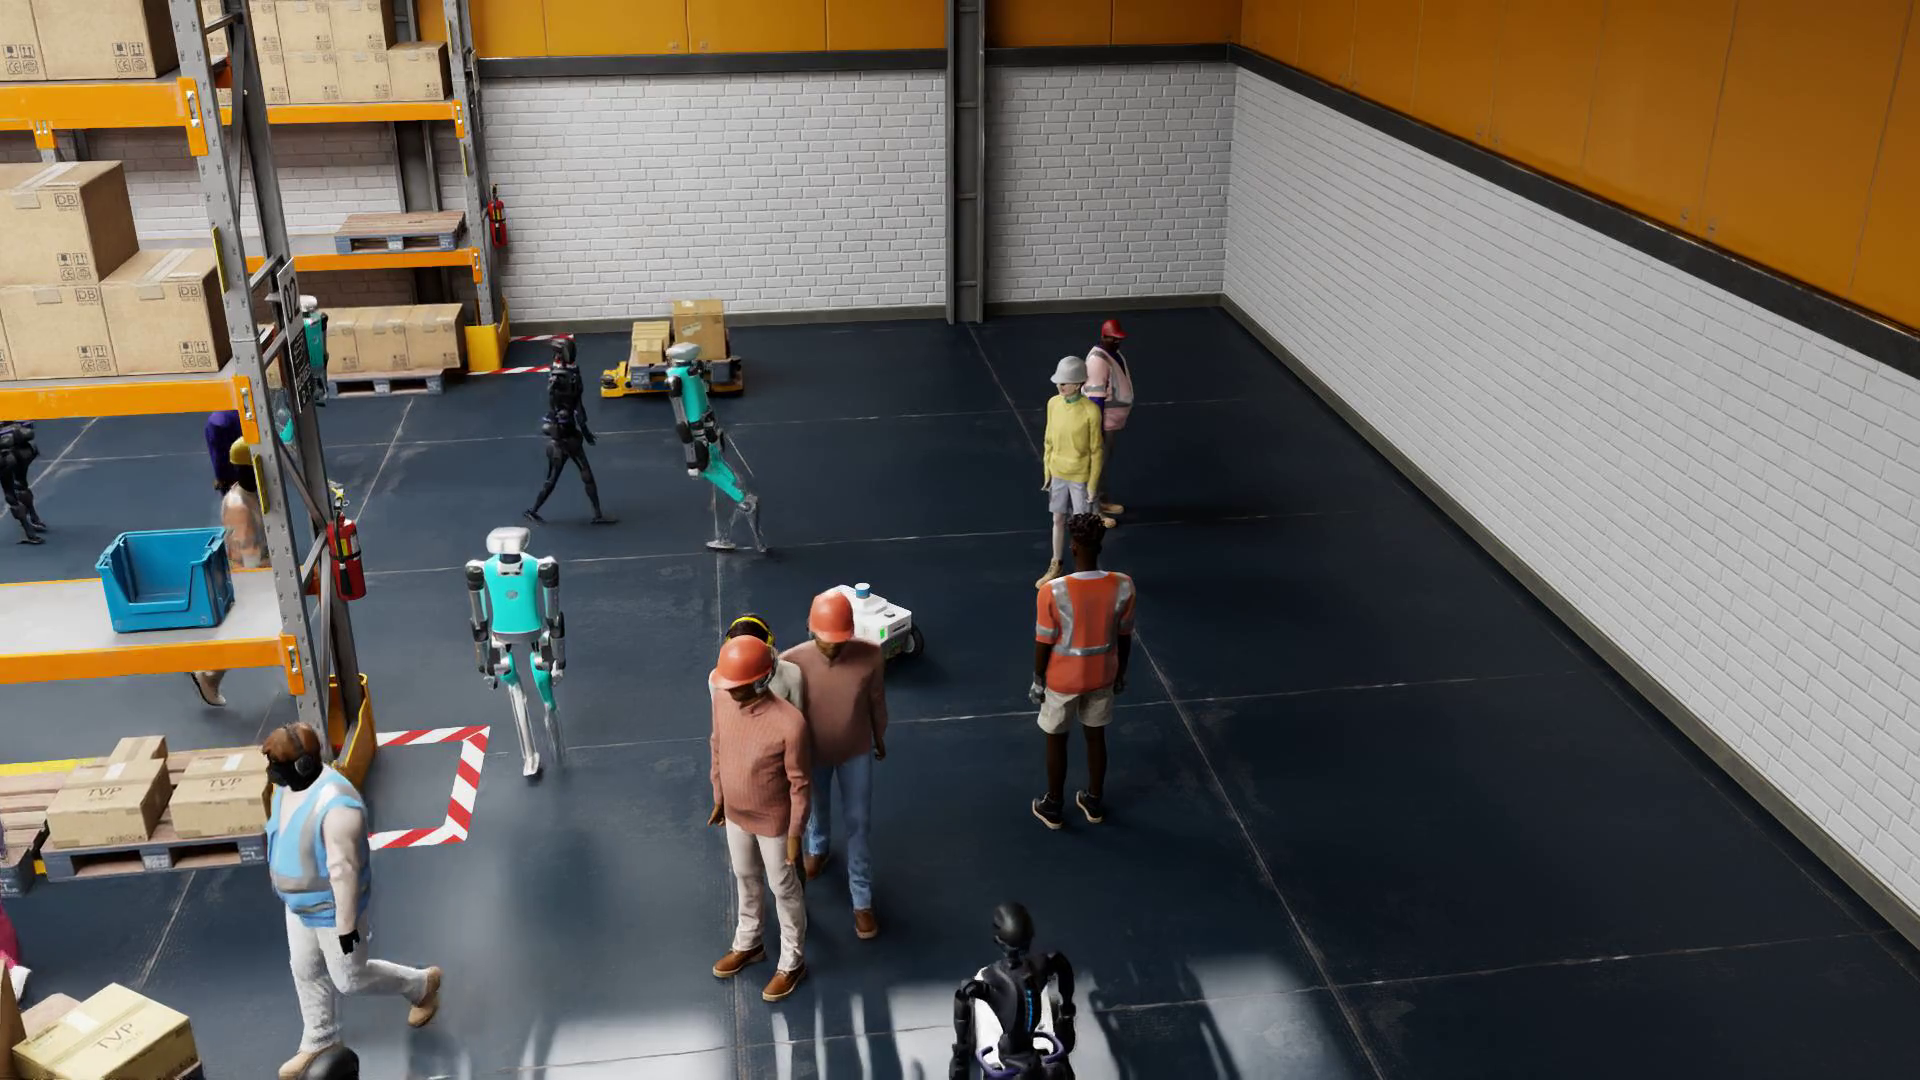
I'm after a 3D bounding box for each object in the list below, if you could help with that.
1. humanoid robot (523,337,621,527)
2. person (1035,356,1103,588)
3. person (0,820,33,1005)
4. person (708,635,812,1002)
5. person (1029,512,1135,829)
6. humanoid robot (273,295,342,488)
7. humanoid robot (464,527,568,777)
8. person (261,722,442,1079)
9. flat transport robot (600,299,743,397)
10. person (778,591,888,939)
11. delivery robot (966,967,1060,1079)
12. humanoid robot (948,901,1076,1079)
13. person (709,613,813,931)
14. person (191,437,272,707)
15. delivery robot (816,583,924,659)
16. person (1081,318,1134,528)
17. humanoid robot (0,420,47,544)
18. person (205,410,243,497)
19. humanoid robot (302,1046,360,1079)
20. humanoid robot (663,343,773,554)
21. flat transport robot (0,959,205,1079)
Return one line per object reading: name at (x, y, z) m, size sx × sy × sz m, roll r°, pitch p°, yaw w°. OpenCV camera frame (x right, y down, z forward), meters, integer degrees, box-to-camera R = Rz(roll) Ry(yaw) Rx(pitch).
humanoid robot at (-3.282, -0.881, 13.724) m, size 0.805 × 1.629 × 0.602 m, roll 5°, pitch 24°, yaw 12°
person at (0.840, -0.486, 12.492) m, size 0.472 × 1.888 × 0.398 m, roll 16°, pitch 28°, yaw 32°
person at (-4.824, 1.596, 8.072) m, size 0.476 × 1.613 × 0.555 m, roll 9°, pitch 25°, yaw 20°
person at (-0.999, 1.351, 8.185) m, size 0.608 × 1.986 × 0.387 m, roll 17°, pitch 29°, yaw 33°
person at (0.694, 0.764, 9.572) m, size 0.611 × 1.951 × 0.390 m, roll -9°, pitch 25°, yaw -20°
humanoid robot at (-5.959, -1.301, 14.559) m, size 0.986 × 1.758 × 0.541 m, roll 6°, pitch 24°, yaw 14°
humanoid robot at (-2.624, 0.714, 10.069) m, size 0.540 × 1.885 × 0.754 m, roll -4°, pitch 24°, yaw -8°
person at (-2.900, 1.642, 7.735) m, size 0.632 × 1.819 × 0.719 m, roll 20°, pitch 31°, yaw 38°
flat transport robot at (-2.985, -1.699, 17.267) m, size 1.431 × 0.231 × 0.659 m, roll -3°, pitch 24°, yaw -7°
person at (-0.692, 1.094, 8.847) m, size 0.635 × 1.940 × 0.890 m, roll -4°, pitch 24°, yaw -9°
delivery robot at (0.246, 2.320, 7.747) m, size 0.519 × 0.587 × 0.739 m, roll -1°, pitch 24°, yaw -3°
humanoid robot at (0.218, 2.167, 6.700) m, size 0.597 × 1.648 × 0.317 m, roll -11°, pitch 26°, yaw -23°
person at (-1.028, 1.220, 8.650) m, size 0.525 × 1.856 × 0.349 m, roll 0°, pitch 24°, yaw -1°
person at (-4.645, 0.220, 10.878) m, size 0.829 × 1.891 × 0.578 m, roll -2°, pitch 24°, yaw -5°
delivery robot at (-0.661, 0.608, 11.680) m, size 0.811 × 0.613 × 0.499 m, roll 20°, pitch 30°, yaw 37°
person at (1.224, -0.991, 13.812) m, size 0.419 × 1.751 × 0.613 m, roll 9°, pitch 25°, yaw 19°
humanoid robot at (-7.683, -0.759, 13.377) m, size 0.350 × 1.649 × 0.586 m, roll 8°, pitch 25°, yaw 17°
person at (-5.616, -0.532, 12.920) m, size 0.335 × 1.623 × 0.448 m, roll 7°, pitch 25°, yaw 15°
humanoid robot at (-2.148, 2.557, 5.835) m, size 0.612 × 1.624 × 0.537 m, roll 3°, pitch 24°, yaw 7°
humanoid robot at (-1.845, -0.621, 13.109) m, size 0.864 × 1.856 × 0.543 m, roll 6°, pitch 24°, yaw 14°
flat transport robot at (-4.016, 2.725, 7.189) m, size 1.431 × 0.231 × 0.659 m, roll 12°, pitch 26°, yaw 26°
